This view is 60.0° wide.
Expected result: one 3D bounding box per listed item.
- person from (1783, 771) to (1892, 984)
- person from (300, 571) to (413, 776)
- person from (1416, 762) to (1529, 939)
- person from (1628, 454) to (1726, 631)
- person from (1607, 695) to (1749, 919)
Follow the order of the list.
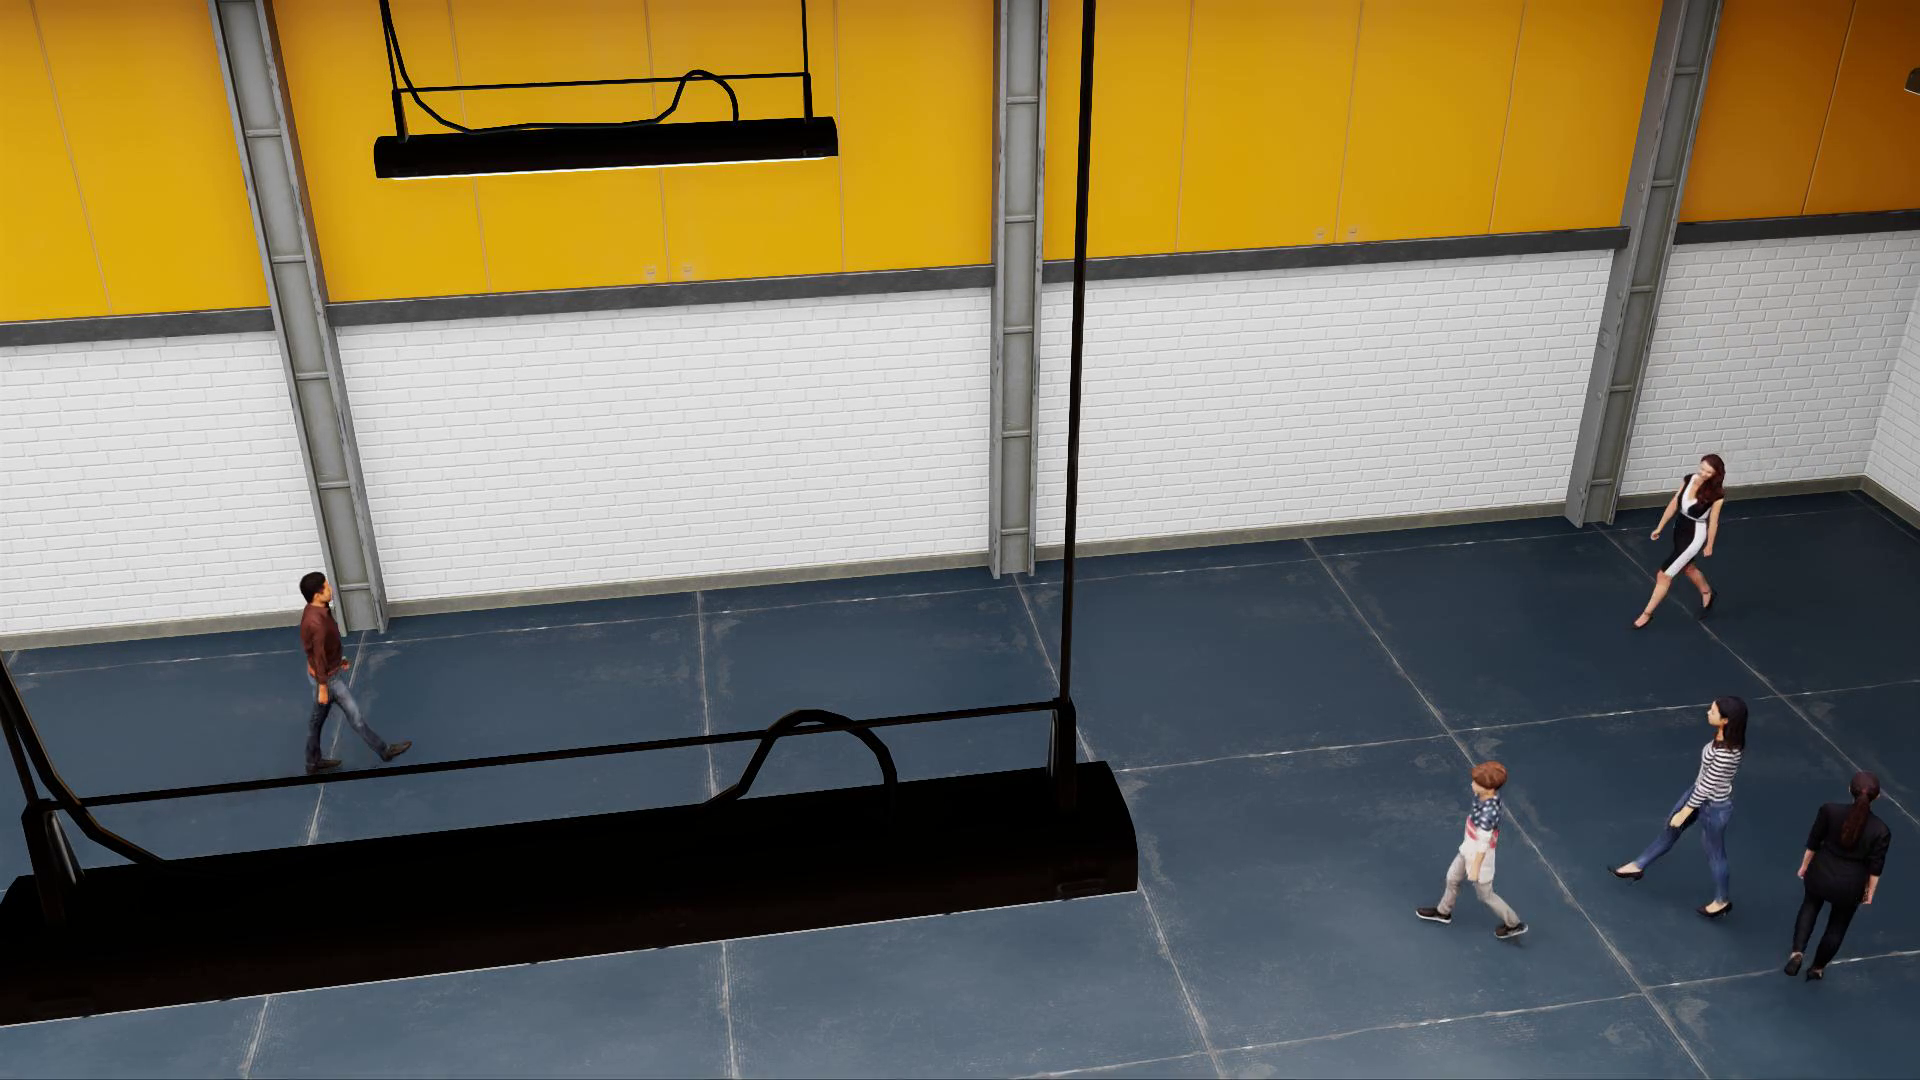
[{"bbox_3d":[5.609,2.244,10.726,0.845,1.645,0.782,-25,38,-38],"label":"person"},{"bbox_3d":[-4.960,1.074,12.771,1.109,1.741,0.840,-12,31,-22],"label":"person"},{"bbox_3d":[3.569,2.115,11.205,1.025,1.412,0.792,7,29,13],"label":"person"},{"bbox_3d":[6.499,0.017,14.704,1.179,1.746,0.723,-7,29,-13],"label":"person"},{"bbox_3d":[5.184,1.867,11.297,1.145,1.760,0.956,11,30,19],"label":"person"}]
